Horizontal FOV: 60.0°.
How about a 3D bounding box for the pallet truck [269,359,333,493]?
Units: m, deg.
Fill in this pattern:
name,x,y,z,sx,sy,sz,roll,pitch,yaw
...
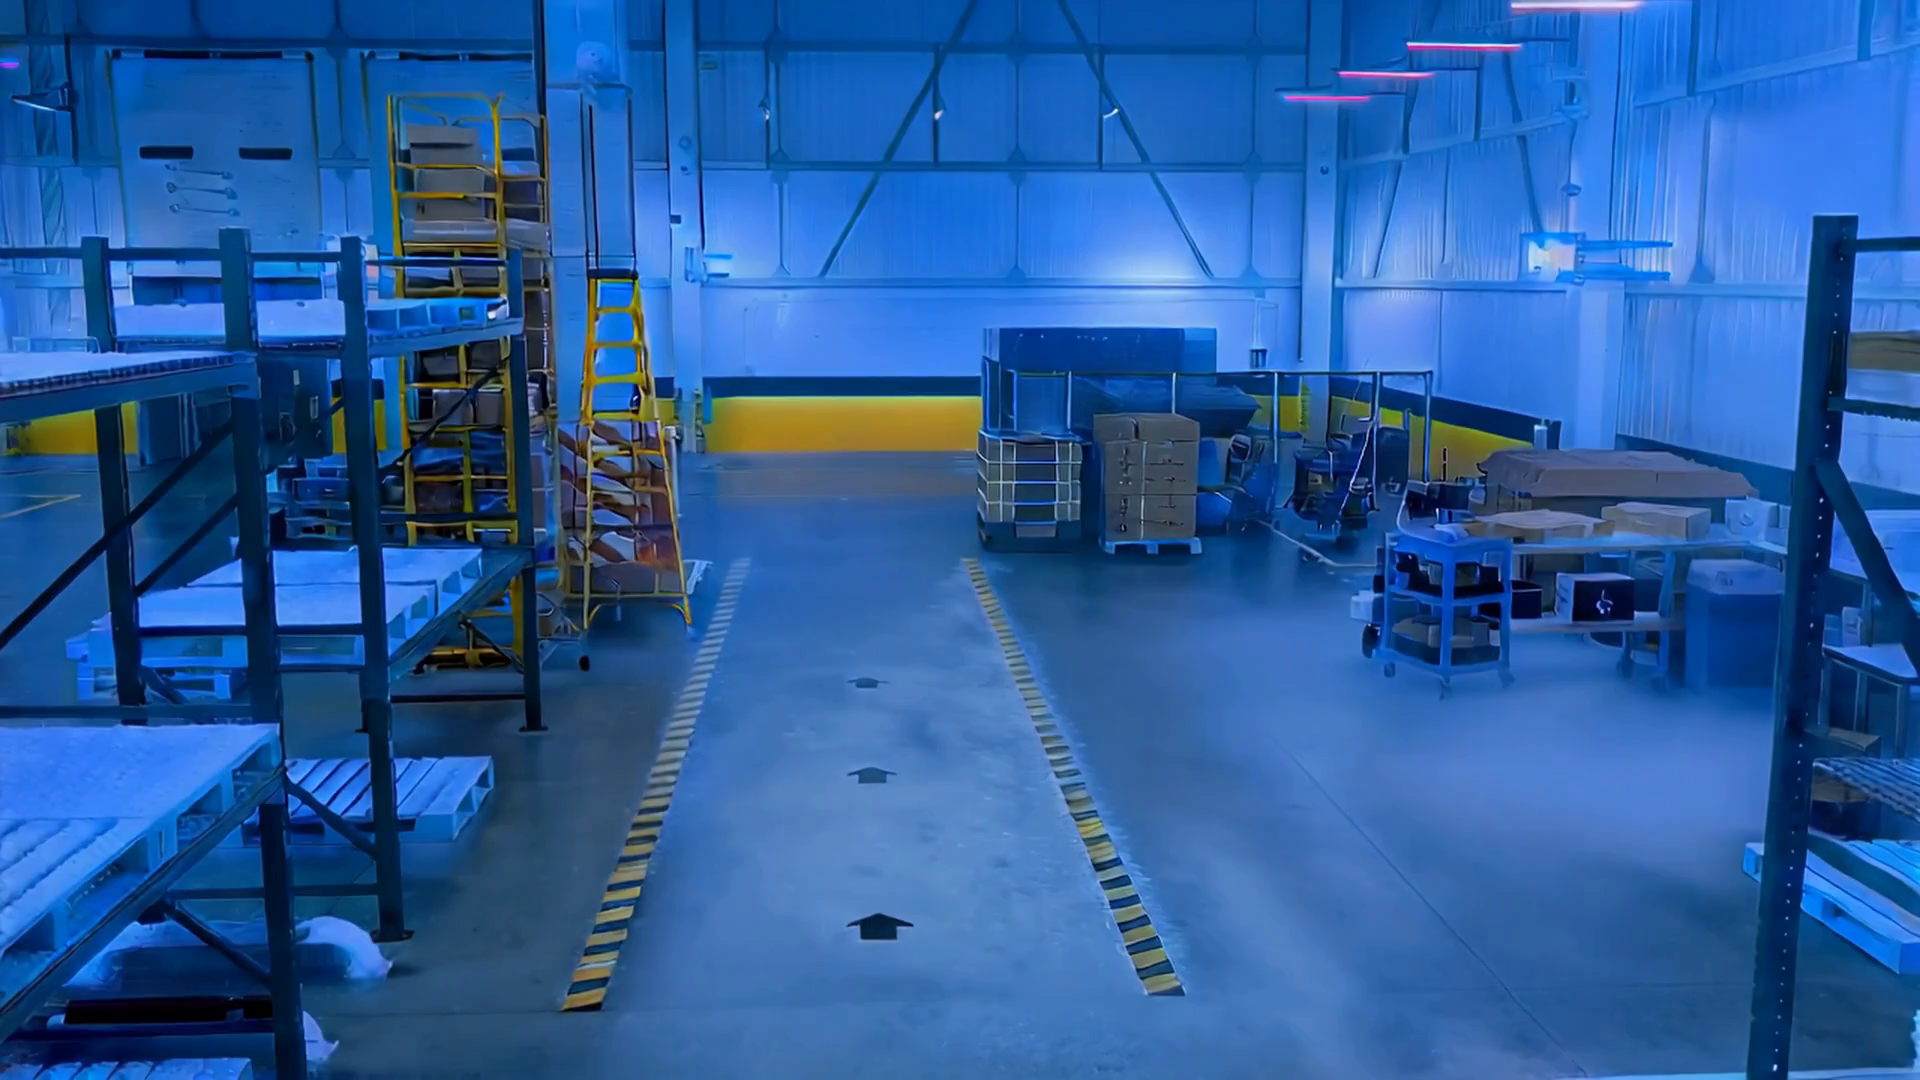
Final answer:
name,x,y,z,sx,sy,sz,roll,pitch,yaw
pallet truck,-7.062,-1.131,18.996,1.885,1.965,0.823,2,9,13
